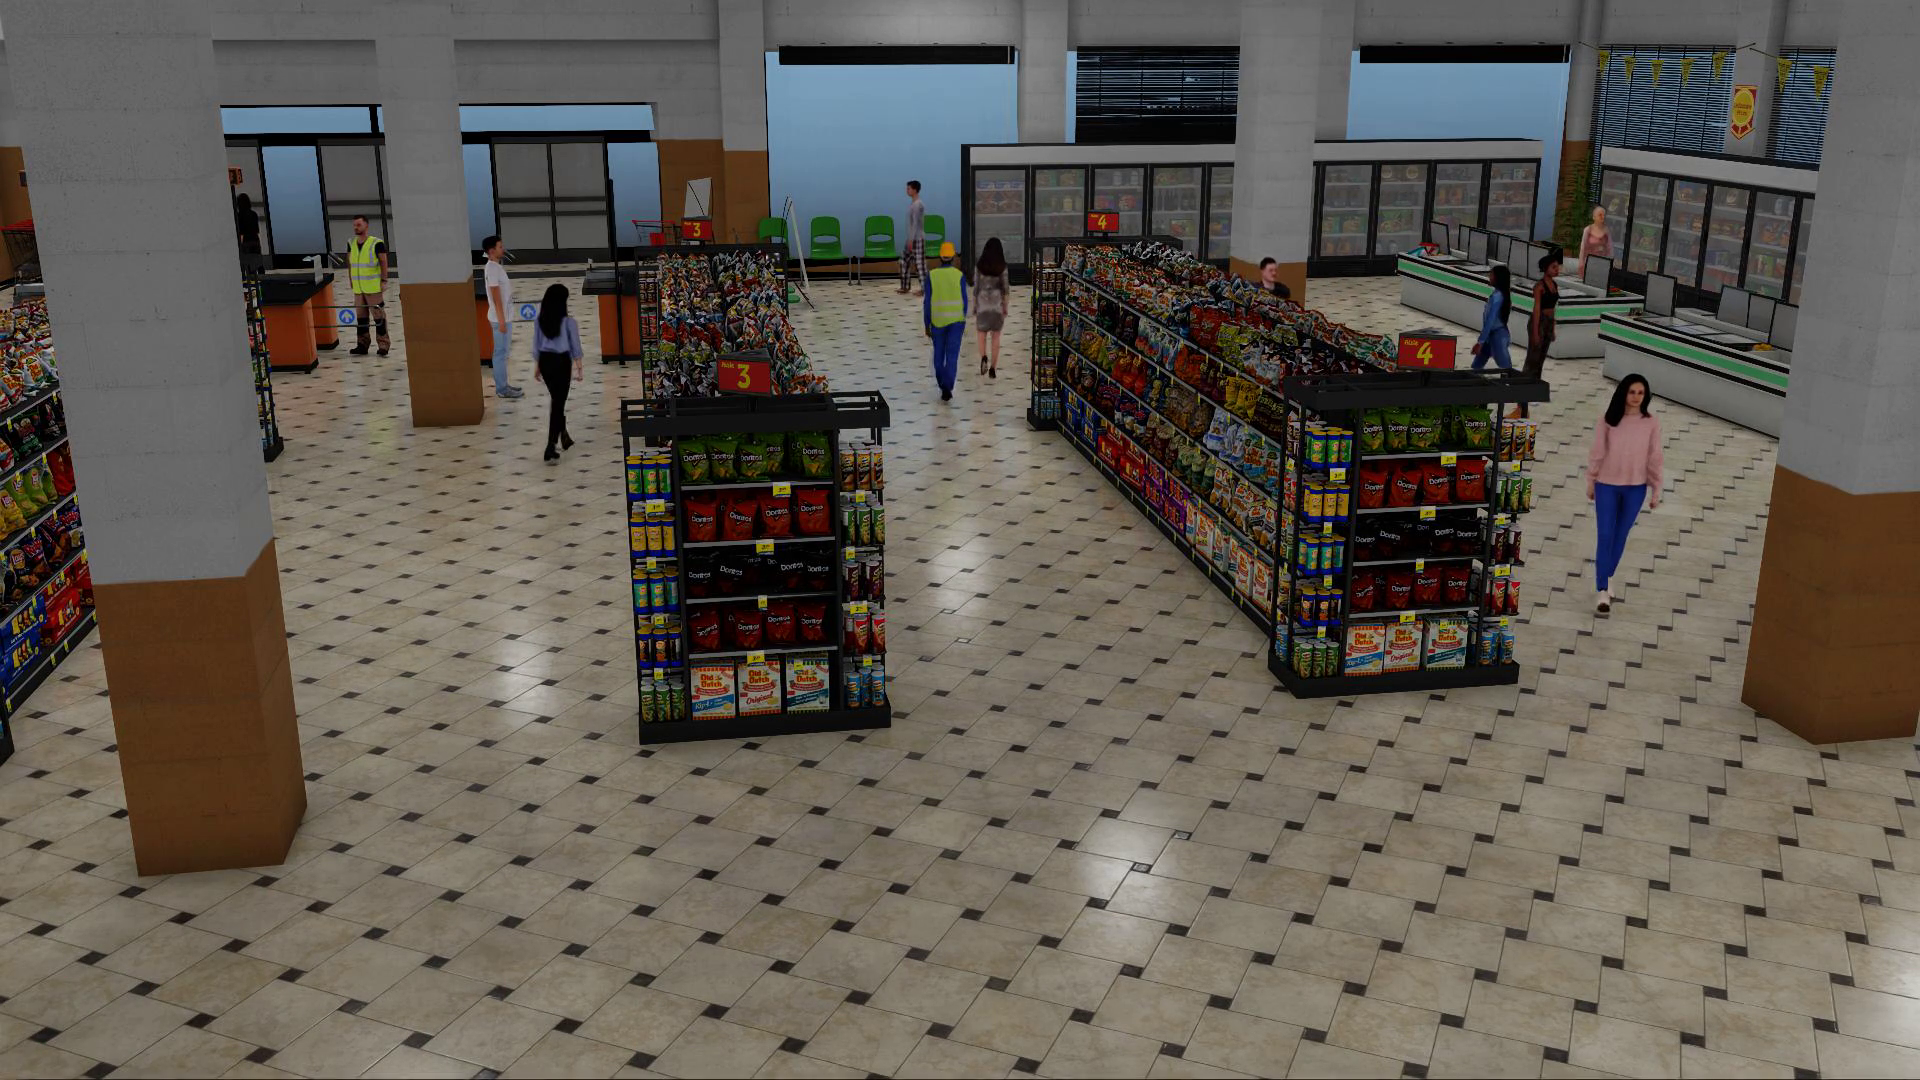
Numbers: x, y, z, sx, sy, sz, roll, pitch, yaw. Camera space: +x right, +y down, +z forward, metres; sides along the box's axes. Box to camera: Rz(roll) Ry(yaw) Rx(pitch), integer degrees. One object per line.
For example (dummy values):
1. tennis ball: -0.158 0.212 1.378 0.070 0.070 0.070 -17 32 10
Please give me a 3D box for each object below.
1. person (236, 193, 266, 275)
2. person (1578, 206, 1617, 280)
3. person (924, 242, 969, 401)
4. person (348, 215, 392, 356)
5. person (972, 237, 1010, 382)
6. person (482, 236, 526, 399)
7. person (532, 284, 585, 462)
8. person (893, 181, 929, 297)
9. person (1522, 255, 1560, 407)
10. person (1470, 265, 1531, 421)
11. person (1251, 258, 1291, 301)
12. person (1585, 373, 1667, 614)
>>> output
1. person: -11.517 -4.800 26.982 0.712 1.641 0.641 10 19 29
2. person: 9.283 -4.048 24.464 0.604 1.666 0.838 -3 17 -11
3. person: -0.145 -2.469 19.096 0.853 1.764 1.250 1 17 3
4. person: -7.793 -3.357 21.879 0.807 1.846 0.842 3 17 10
5. person: 0.355 -2.774 20.148 0.734 1.735 0.830 2 17 7
6. person: -5.358 -2.600 19.349 0.763 1.866 0.551 -6 18 -18
7. person: -4.028 -1.627 16.416 0.883 1.709 1.027 4 17 14
8. person: -0.622 -4.859 26.847 0.730 1.833 0.769 -2 17 -7
9. person: 6.645 -2.408 19.007 0.659 1.699 0.673 -14 22 -39
10. person: 5.903 -2.088 18.014 1.050 1.662 1.190 6 18 18
11. person: 3.236 -2.095 17.751 0.833 1.828 1.125 -5 18 -17
12. person: 4.846 -0.362 12.220 0.973 1.727 1.185 5 18 15
